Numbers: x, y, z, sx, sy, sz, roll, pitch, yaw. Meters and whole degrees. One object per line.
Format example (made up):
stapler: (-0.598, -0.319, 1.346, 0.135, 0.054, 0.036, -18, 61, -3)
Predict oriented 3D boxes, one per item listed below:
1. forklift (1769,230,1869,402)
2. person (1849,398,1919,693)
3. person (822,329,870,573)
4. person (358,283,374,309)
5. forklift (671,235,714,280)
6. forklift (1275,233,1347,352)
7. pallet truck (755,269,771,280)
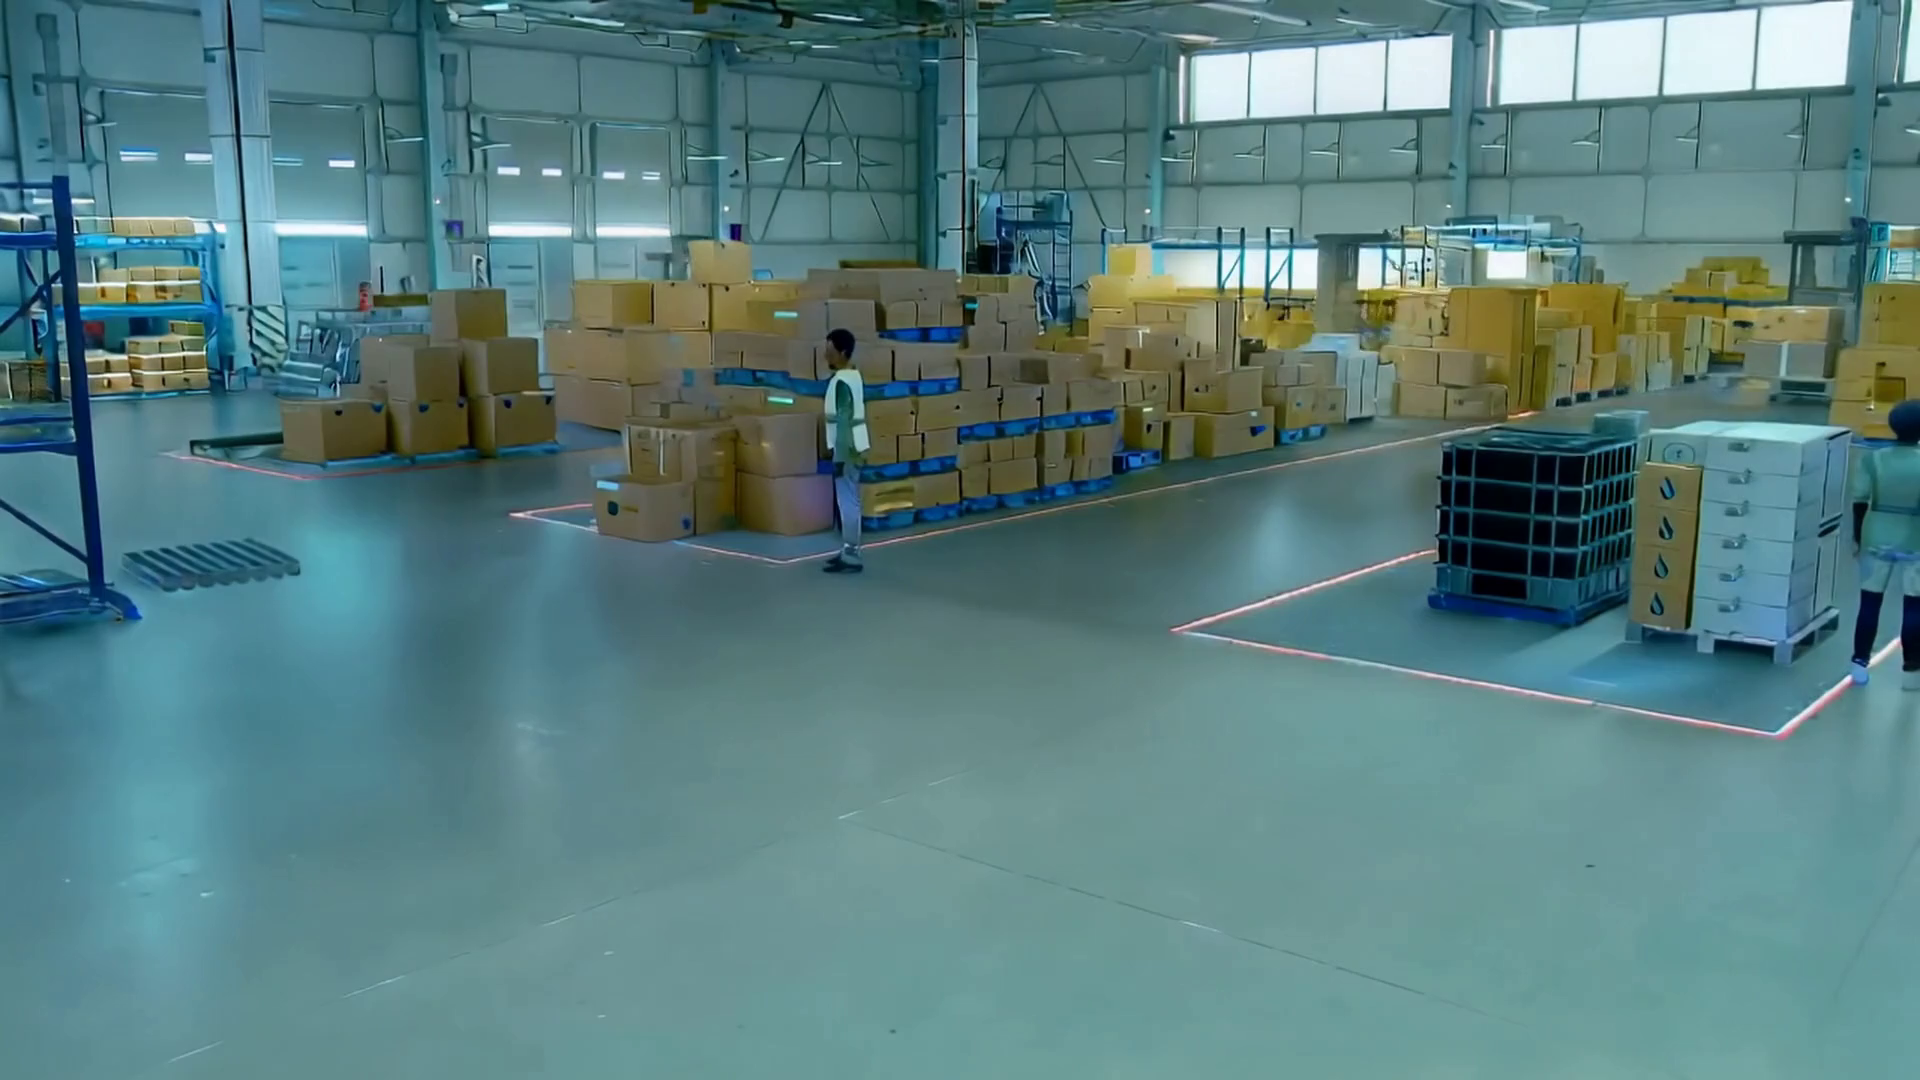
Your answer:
forklift: (14.250, -3.674, 27.312, 1.129, 2.768, 1.873, 8, 13, 39)
person: (5.403, 0.033, 9.575, 0.535, 1.697, 0.318, 8, 13, 38)
person: (-0.904, -0.696, 13.106, 0.391, 1.914, 0.593, 0, 10, -2)
person: (-12.619, -4.535, 35.222, 0.740, 1.824, 0.521, -1, 10, -4)
forklift: (-5.766, -5.223, 36.131, 1.873, 2.768, 1.129, 8, 13, 40)
forklift: (7.275, -4.634, 32.777, 1.873, 2.768, 1.129, 6, 12, 30)
pallet truck: (-4.996, -6.432, 45.525, 1.885, 1.965, 0.823, -6, 12, -32)
